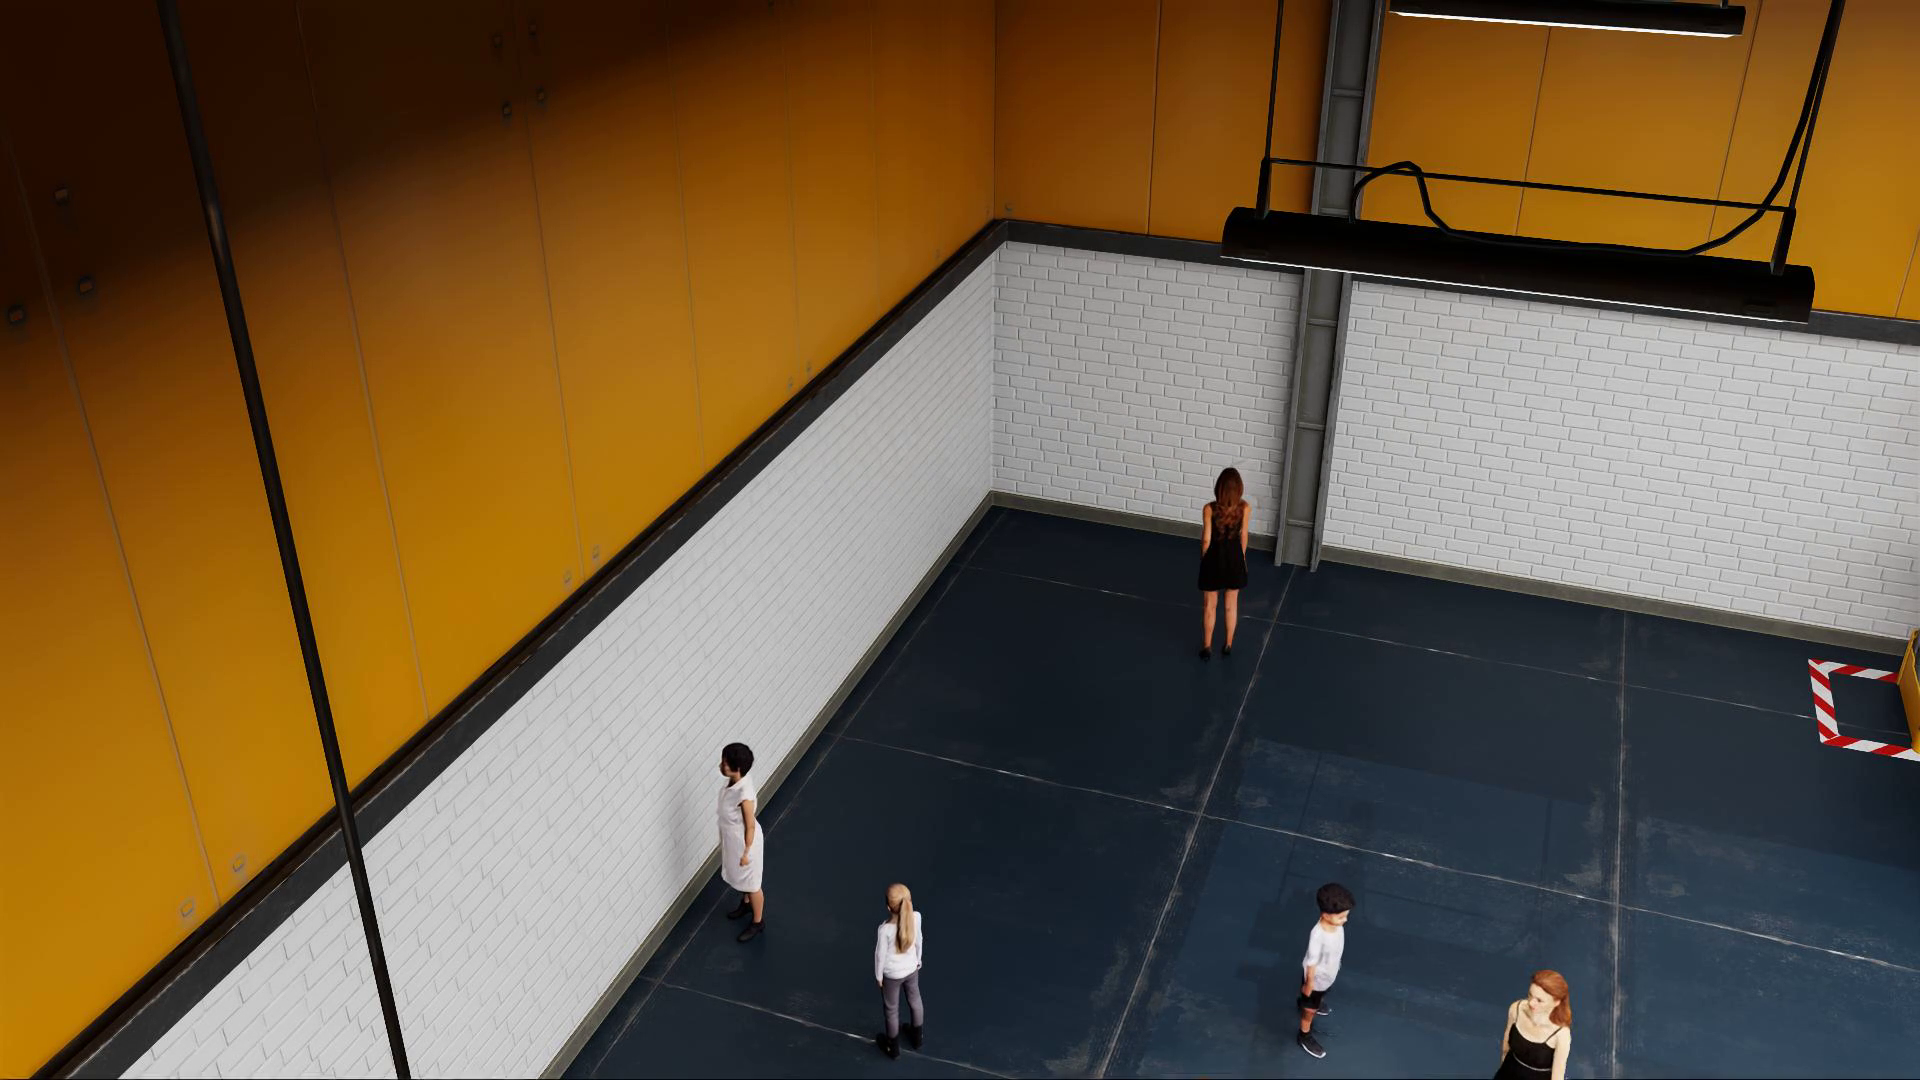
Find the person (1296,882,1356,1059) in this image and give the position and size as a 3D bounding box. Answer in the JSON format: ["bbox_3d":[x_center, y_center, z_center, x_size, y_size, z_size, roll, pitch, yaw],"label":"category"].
[{"bbox_3d":[2.244,2.631,10.369,0.678,1.256,0.694,20,35,33],"label":"person"}]

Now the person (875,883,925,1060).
[{"bbox_3d":[-0.368,2.661,10.291,0.564,1.277,0.611,-18,34,-30],"label":"person"}]

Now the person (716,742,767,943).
[{"bbox_3d":[-1.463,2.007,11.199,0.691,1.556,0.641,-10,30,-18],"label":"person"}]

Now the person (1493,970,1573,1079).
[{"bbox_3d":[3.248,3.032,9.300,1.002,1.576,1.101,-22,36,-35],"label":"person"}]

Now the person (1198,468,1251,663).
[{"bbox_3d":[2.242,0.218,14.188,0.600,1.835,0.716,-3,29,-5],"label":"person"}]
